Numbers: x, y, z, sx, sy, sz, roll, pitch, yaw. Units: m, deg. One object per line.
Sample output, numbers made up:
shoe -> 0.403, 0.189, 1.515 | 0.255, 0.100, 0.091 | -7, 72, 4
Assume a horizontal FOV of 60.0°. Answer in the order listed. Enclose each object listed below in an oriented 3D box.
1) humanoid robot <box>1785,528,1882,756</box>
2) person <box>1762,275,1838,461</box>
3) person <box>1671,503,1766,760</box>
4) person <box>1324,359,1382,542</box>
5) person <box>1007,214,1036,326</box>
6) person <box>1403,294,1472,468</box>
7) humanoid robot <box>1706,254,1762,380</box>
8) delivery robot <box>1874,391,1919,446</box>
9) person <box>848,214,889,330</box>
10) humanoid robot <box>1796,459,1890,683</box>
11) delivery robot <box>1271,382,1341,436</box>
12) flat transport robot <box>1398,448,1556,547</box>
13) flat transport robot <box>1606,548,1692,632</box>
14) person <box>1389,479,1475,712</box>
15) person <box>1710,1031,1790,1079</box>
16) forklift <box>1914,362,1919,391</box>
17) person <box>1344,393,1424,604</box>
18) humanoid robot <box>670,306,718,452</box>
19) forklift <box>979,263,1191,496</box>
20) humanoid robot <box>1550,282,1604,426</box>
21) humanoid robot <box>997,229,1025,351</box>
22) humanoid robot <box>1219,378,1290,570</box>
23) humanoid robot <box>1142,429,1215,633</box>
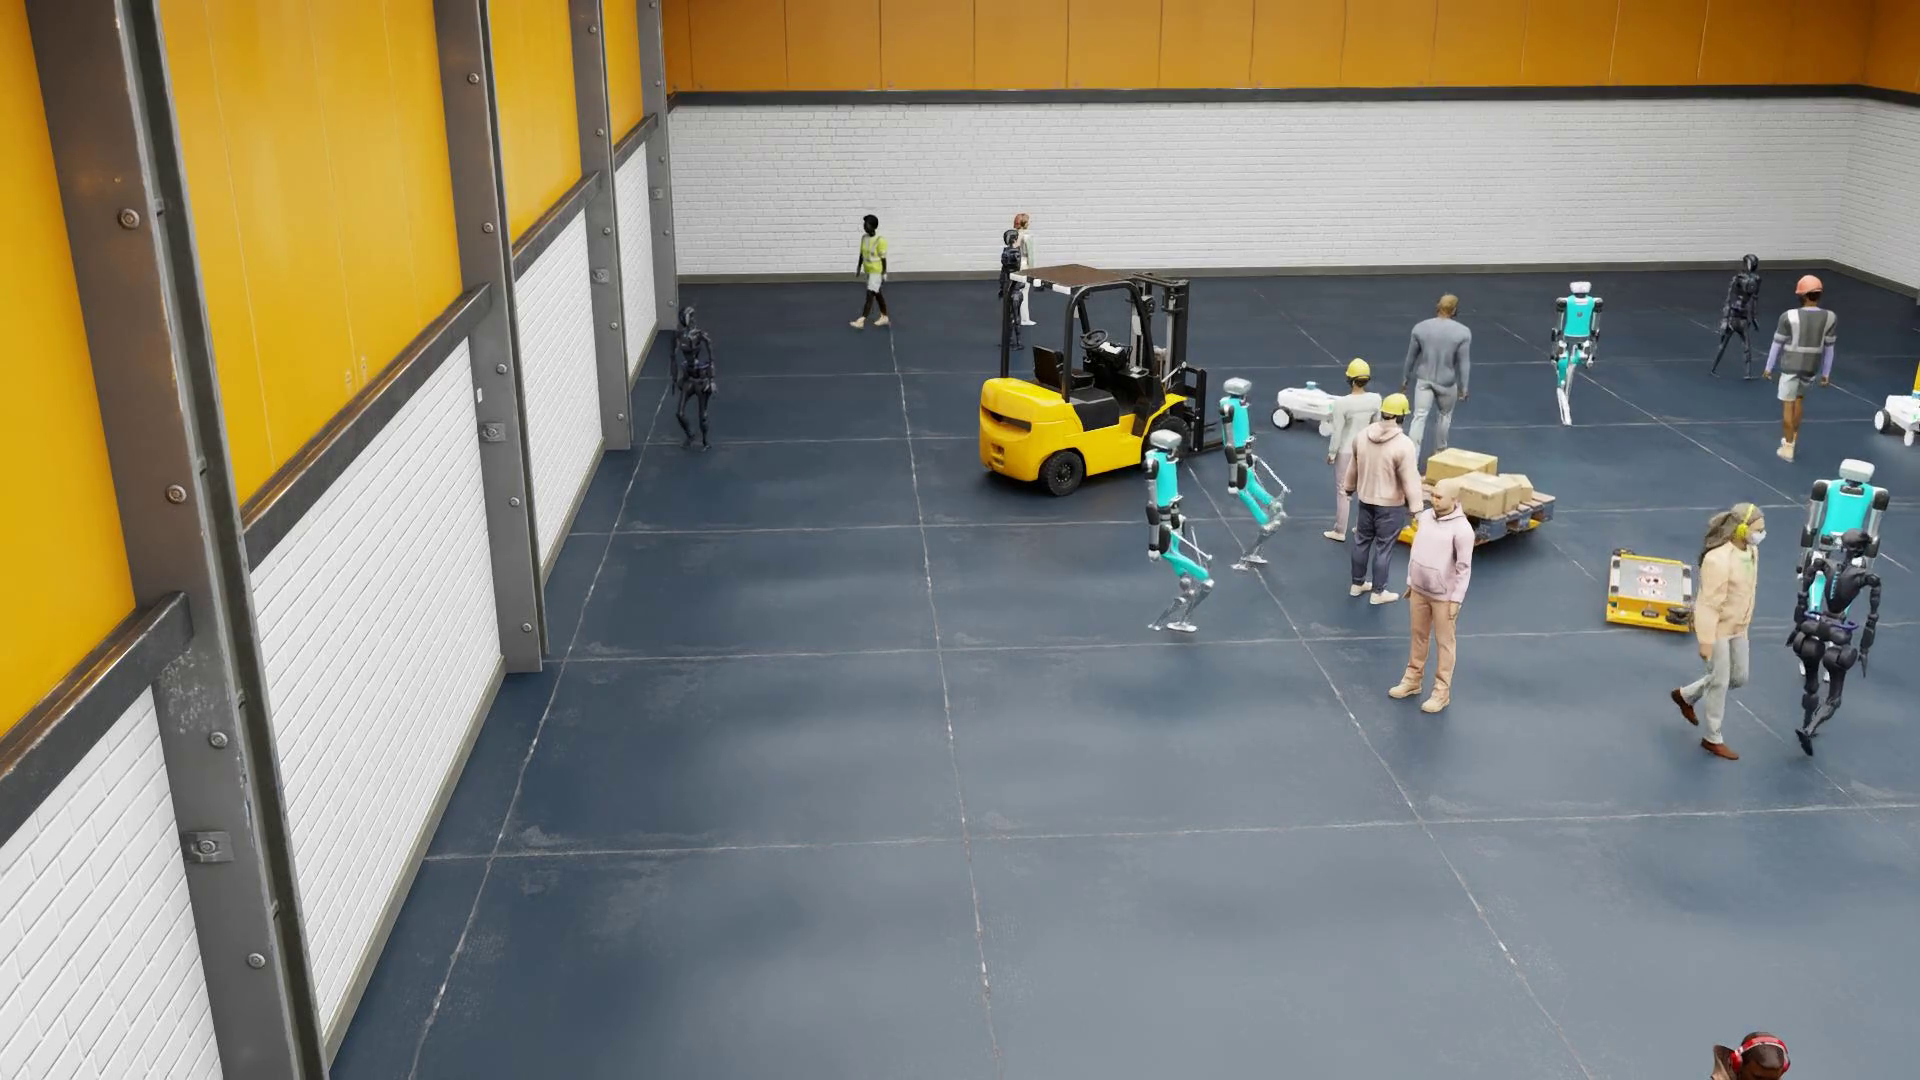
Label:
humanoid robot -> 6.048, 0.708, 11.676 | 0.564, 1.638, 0.588 | -15, 25, -36
person -> 9.187, -1.914, 18.311 | 0.619, 2.012, 0.761 | 1, 20, 2
person -> 5.343, 0.608, 11.663 | 0.598, 1.857, 0.558 | -13, 24, -31
person -> 3.717, -0.845, 15.757 | 0.522, 1.769, 0.312 | -7, 21, -19
person -> 0.886, -3.977, 24.476 | 0.312, 1.636, 0.513 | -17, 26, -38
person -> 5.151, -1.710, 17.937 | 0.733, 1.882, 0.938 | 11, 23, 28
humanoid robot -> 10.060, -2.859, 21.409 | 0.595, 1.627, 0.717 | -8, 22, -22
delivery robot -> 10.916, -1.417, 19.063 | 0.499, 0.587, 0.781 | 1, 20, 3
person -> -1.349, -3.890, 24.205 | 0.857, 1.657, 0.544 | -14, 24, -33
humanoid robot -> 6.640, 0.297, 12.619 | 0.546, 1.756, 0.678 | 9, 22, 23
delivery robot -> 4.073, -1.562, 19.418 | 0.734, 0.560, 0.499 | 15, 25, 35
flat transport robot -> 4.911, -0.159, 16.061 | 1.431, 0.231, 0.659 | -15, 25, -36
flat transport robot -> 5.993, 0.429, 14.458 | 0.659, 0.231, 1.431 | 8, 22, 20
person -> 3.546, 0.389, 12.368 | 0.401, 1.784, 0.520 | -13, 24, -32
person -> 2.997, 2.604, 6.526 | 0.461, 1.646, 0.330 | -3, 20, -7
forklift -> 12.602, -2.435, 19.475 | 2.313, 2.155, 1.214 | -1, 20, -4
person -> 3.612, -0.350, 14.283 | 0.437, 1.856, 0.813 | -15, 25, -36
humanoid robot -> -2.936, -1.782, 18.449 | 0.606, 1.647, 0.364 | 9, 22, 23
forklift -> 1.315, -1.764, 17.646 | 2.313, 2.155, 1.214 | -14, 24, -33
humanoid robot -> 7.203, -2.238, 19.681 | 0.551, 1.763, 1.056 | 3, 20, 8
humanoid robot -> 0.717, -3.465, 23.004 | 0.315, 1.657, 0.599 | -8, 22, -20
humanoid robot -> 2.691, -0.562, 15.008 | 0.768, 1.765, 0.530 | 9, 22, 24
humanoid robot -> 1.830, 0.020, 13.470 | 0.808, 1.803, 0.548 | 11, 23, 27
